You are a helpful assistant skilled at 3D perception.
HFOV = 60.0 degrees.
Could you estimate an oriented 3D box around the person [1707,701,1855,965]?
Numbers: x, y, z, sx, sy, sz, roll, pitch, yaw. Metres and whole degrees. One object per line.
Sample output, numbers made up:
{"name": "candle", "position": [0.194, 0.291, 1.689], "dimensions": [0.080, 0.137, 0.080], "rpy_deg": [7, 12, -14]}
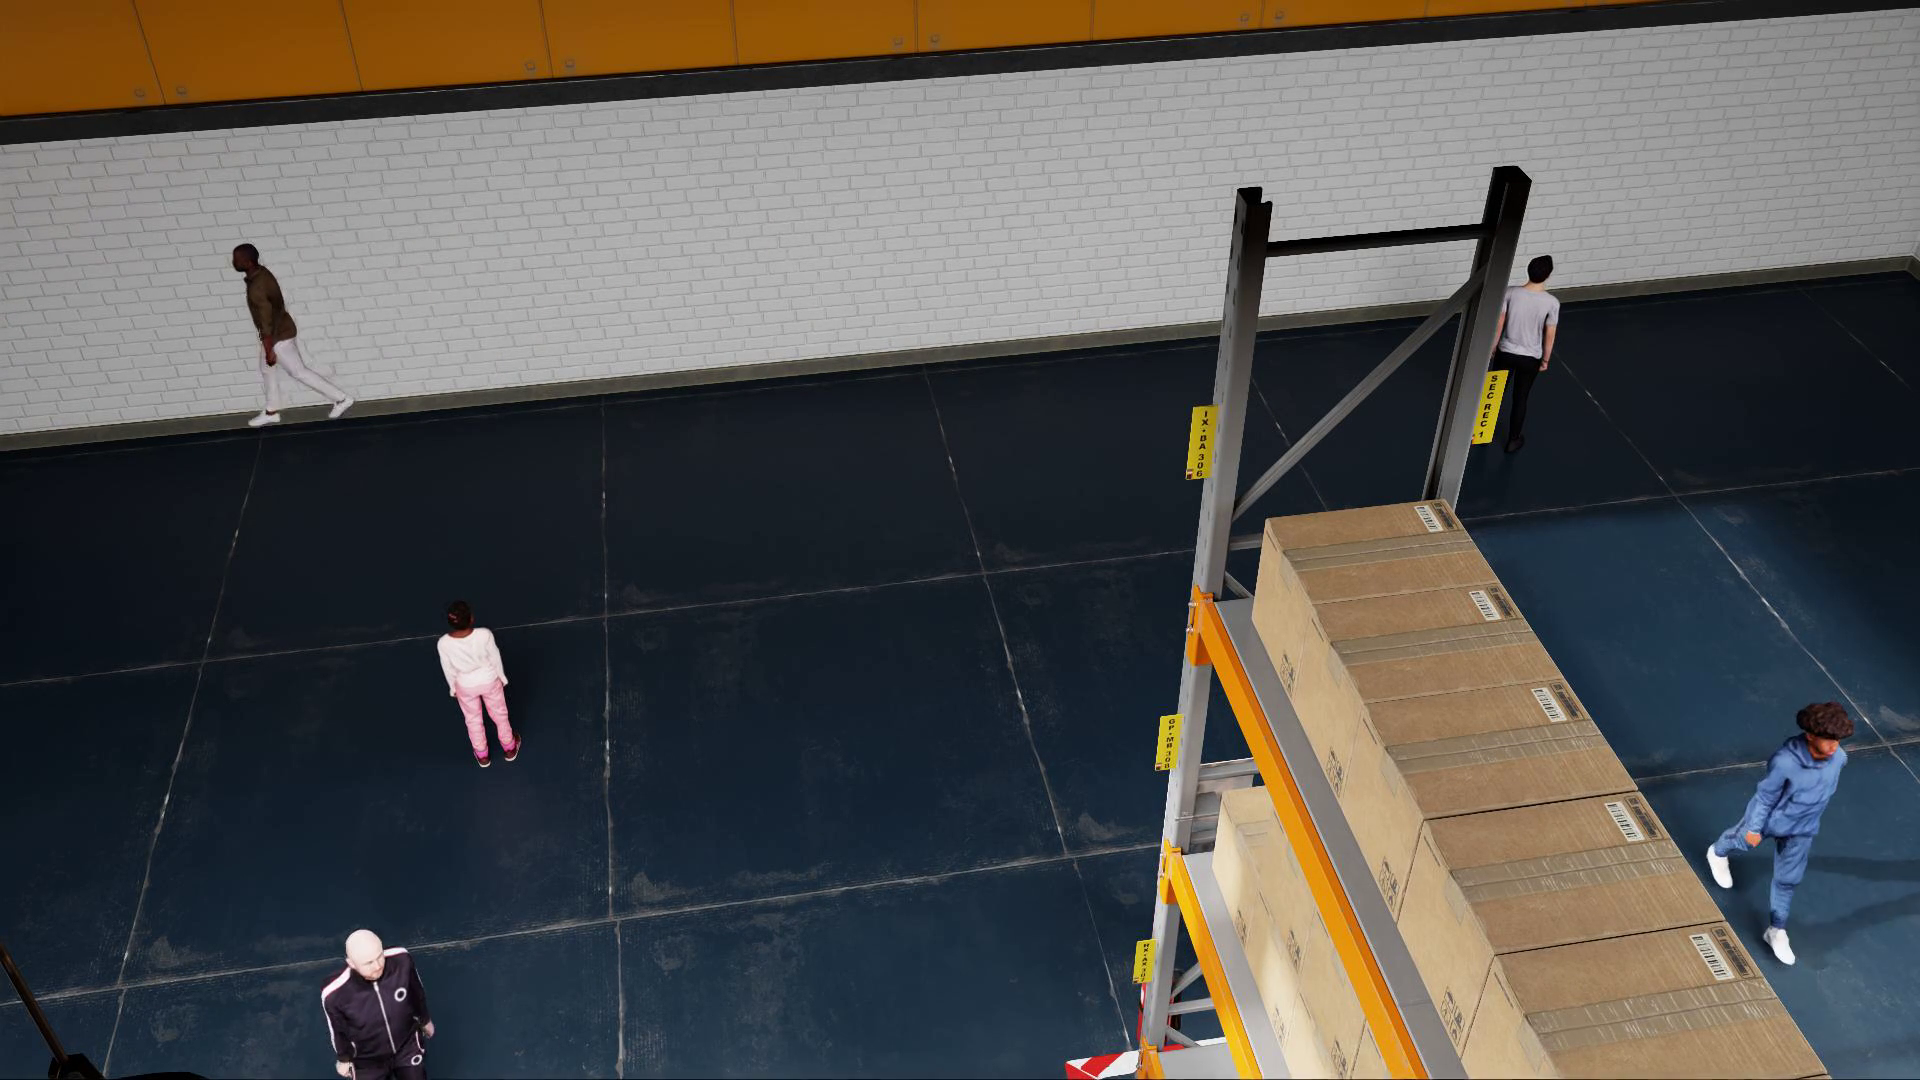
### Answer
{"name": "person", "position": [5.012, 1.638, 10.231], "dimensions": [0.734, 1.770, 1.178], "rpy_deg": [-4, 39, -5]}

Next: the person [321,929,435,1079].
{"name": "person", "position": [-3.124, 2.645, 8.935], "dimensions": [0.867, 1.813, 0.920], "rpy_deg": [-24, 44, -27]}

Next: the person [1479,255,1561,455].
{"name": "person", "position": [4.765, -1.586, 14.192], "dimensions": [0.739, 1.863, 0.771], "rpy_deg": [19, 42, 22]}

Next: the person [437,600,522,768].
{"name": "person", "position": [-3.291, 0.963, 11.340], "dimensions": [0.563, 1.441, 0.520], "rpy_deg": [-10, 40, -12]}

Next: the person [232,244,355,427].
{"name": "person", "position": [-5.852, -1.778, 14.486], "dimensions": [0.933, 1.797, 1.158], "rpy_deg": [-13, 40, -16]}
